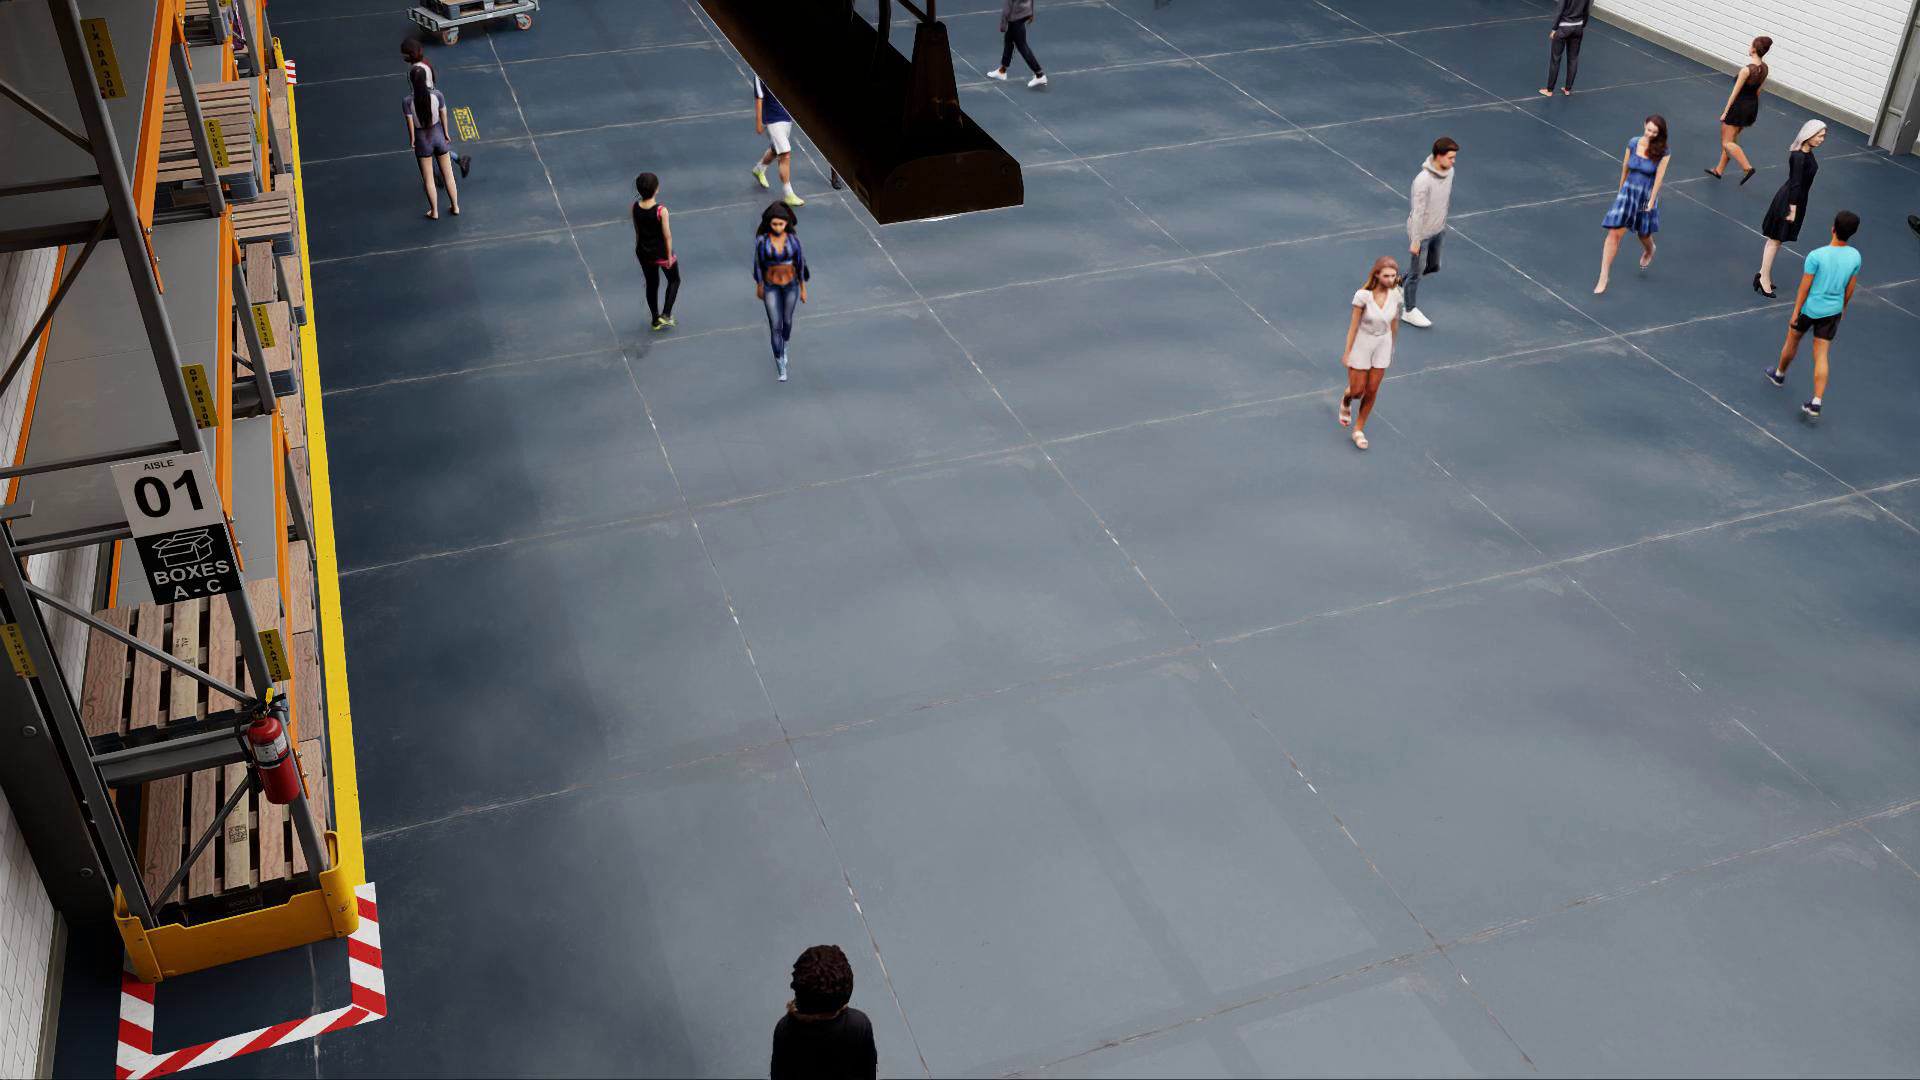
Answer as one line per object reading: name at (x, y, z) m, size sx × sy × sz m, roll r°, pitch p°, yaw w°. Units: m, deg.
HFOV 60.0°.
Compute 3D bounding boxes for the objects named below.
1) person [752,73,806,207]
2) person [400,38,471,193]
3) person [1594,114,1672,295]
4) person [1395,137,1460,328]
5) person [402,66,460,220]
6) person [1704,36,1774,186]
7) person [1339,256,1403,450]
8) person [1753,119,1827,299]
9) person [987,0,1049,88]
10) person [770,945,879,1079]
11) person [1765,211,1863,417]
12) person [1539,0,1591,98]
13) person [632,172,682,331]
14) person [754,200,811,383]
person at (-2.056, -4.593, 18.154) m, size 1.243 × 1.801 × 1.042 m, roll 23°, pitch 40°, yaw 30°
person at (-5.824, -4.713, 18.420) m, size 0.828 × 1.708 × 0.836 m, roll -26°, pitch 42°, yaw -34°
person at (6.639, -3.273, 16.201) m, size 1.023 × 1.765 × 1.195 m, roll -29°, pitch 43°, yaw -36°
person at (4.298, -2.925, 15.609) m, size 0.850 × 1.841 × 0.937 m, roll -26°, pitch 41°, yaw -33°
person at (-5.654, -4.252, 17.778) m, size 0.640 × 1.651 × 0.599 m, roll -20°, pitch 39°, yaw -27°
person at (8.745, -4.749, 18.514) m, size 0.683 × 1.663 × 0.961 m, roll -16°, pitch 37°, yaw -23°
person at (3.363, -1.600, 13.757) m, size 0.663 × 1.684 × 0.774 m, roll -4°, pitch 34°, yaw -6°
person at (8.057, -3.238, 16.164) m, size 0.752 × 1.748 × 0.698 m, roll 16°, pitch 37°, yaw 23°
person at (0.827, -6.686, 21.321) m, size 1.257 × 1.781 × 1.181 m, roll 16°, pitch 37°, yaw 23°
person at (-0.595, 2.552, 7.433) m, size 0.702 × 1.769 × 0.766 m, roll -6°, pitch 34°, yaw -8°
person at (7.344, -1.878, 14.136) m, size 0.967 × 1.728 × 1.255 m, roll 2°, pitch 34°, yaw 3°
person at (7.735, -6.513, 21.109) m, size 0.637 × 1.728 × 0.580 m, roll -5°, pitch 34°, yaw -7°
person at (-2.869, -2.650, 15.463) m, size 0.666 × 1.544 × 0.720 m, roll 9°, pitch 35°, yaw 14°
person at (-1.606, -2.261, 14.839) m, size 0.707 × 1.587 × 0.963 m, roll -7°, pitch 34°, yaw -10°
